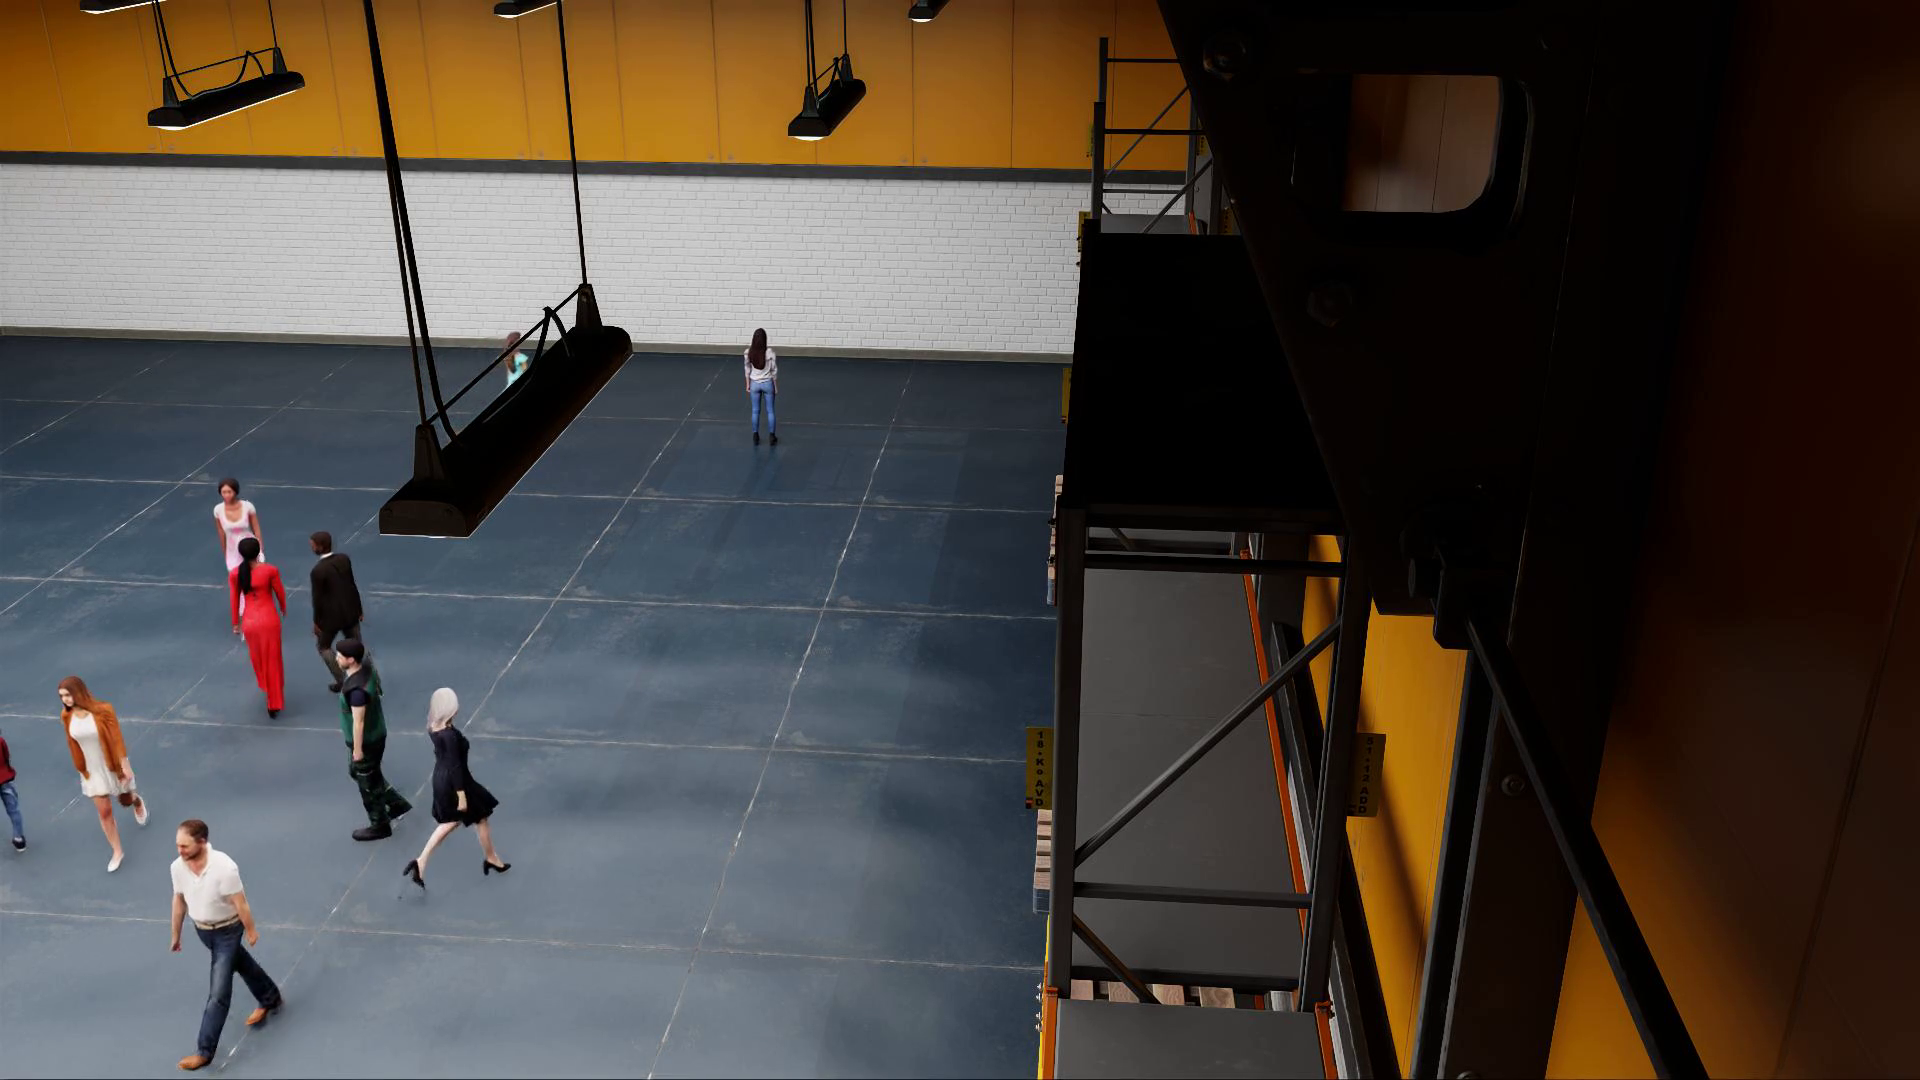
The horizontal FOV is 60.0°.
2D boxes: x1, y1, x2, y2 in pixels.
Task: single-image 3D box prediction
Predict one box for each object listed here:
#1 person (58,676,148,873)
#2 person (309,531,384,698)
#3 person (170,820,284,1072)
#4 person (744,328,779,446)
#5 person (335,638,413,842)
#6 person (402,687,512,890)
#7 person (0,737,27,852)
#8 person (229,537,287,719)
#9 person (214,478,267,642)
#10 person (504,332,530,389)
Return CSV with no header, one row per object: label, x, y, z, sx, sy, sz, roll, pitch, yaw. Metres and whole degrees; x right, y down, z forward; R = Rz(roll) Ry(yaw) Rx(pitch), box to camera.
person,-7.031,1.829,13.709,0.801,1.692,1.085,-5,24,-10
person,-5.945,0.776,16.013,0.877,1.776,0.828,13,27,27
person,-5.081,2.679,11.616,0.950,1.811,1.281,10,25,21
person,-2.709,-2.102,22.779,0.600,1.629,0.518,1,24,2
person,-4.880,1.644,13.880,0.884,1.894,0.797,-5,24,-12
person,-4.117,2.024,13.252,1.156,1.700,1.122,-14,27,-29
person,-7.982,2.036,13.813,0.861,1.230,0.833,22,32,40
person,-6.672,0.868,15.833,0.803,1.752,1.111,-4,24,-8
person,-7.549,0.144,17.570,0.906,1.688,1.233,-8,25,-18
person,-6.106,-2.089,22.852,0.643,1.548,0.683,13,27,26
